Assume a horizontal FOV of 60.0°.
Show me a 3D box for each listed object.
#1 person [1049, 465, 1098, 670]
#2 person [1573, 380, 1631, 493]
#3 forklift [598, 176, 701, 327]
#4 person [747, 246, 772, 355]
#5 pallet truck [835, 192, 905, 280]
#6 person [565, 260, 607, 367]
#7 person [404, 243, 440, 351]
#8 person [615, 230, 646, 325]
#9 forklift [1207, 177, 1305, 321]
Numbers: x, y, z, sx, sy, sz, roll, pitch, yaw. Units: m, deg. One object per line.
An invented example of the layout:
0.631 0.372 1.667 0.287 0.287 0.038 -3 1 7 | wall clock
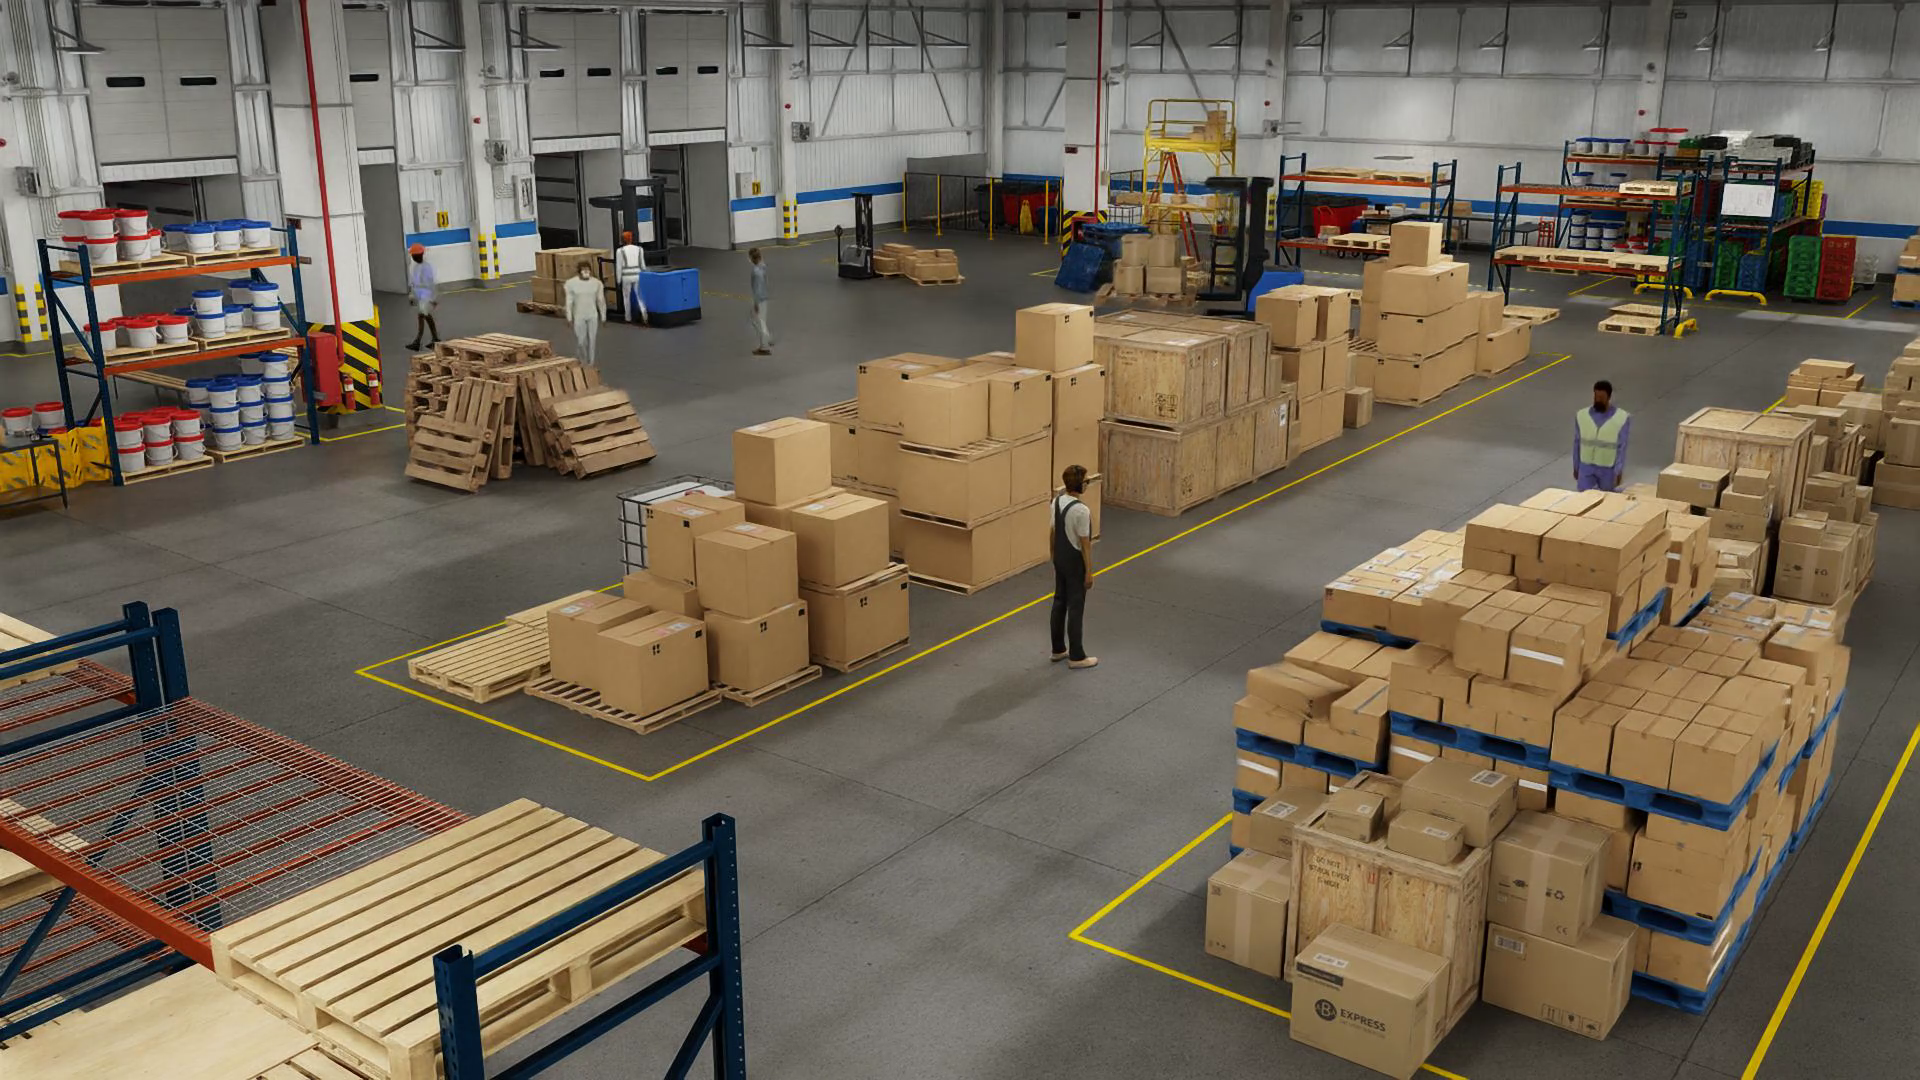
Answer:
0.997 0.233 14.763 0.345 1.847 0.506 -11 20 -33 | person
7.002 -0.836 18.222 0.591 1.893 0.866 11 20 31 | person
-6.138 -5.705 32.666 1.873 2.768 1.129 12 21 35 | forklift
-3.564 -4.213 29.361 0.458 1.917 0.661 -1 17 -4 | person
-1.936 -7.159 38.982 1.885 1.965 0.823 -12 21 -34 | pallet truck
-6.155 -3.653 27.505 0.652 1.912 0.767 -7 18 -21 | person
-9.742 -4.341 29.802 0.570 1.905 0.875 15 23 41 | person
-6.396 -5.082 32.335 0.598 1.867 0.672 -13 21 -36 | person
5.812 -5.651 32.486 1.873 2.768 1.129 3 17 10 | forklift
